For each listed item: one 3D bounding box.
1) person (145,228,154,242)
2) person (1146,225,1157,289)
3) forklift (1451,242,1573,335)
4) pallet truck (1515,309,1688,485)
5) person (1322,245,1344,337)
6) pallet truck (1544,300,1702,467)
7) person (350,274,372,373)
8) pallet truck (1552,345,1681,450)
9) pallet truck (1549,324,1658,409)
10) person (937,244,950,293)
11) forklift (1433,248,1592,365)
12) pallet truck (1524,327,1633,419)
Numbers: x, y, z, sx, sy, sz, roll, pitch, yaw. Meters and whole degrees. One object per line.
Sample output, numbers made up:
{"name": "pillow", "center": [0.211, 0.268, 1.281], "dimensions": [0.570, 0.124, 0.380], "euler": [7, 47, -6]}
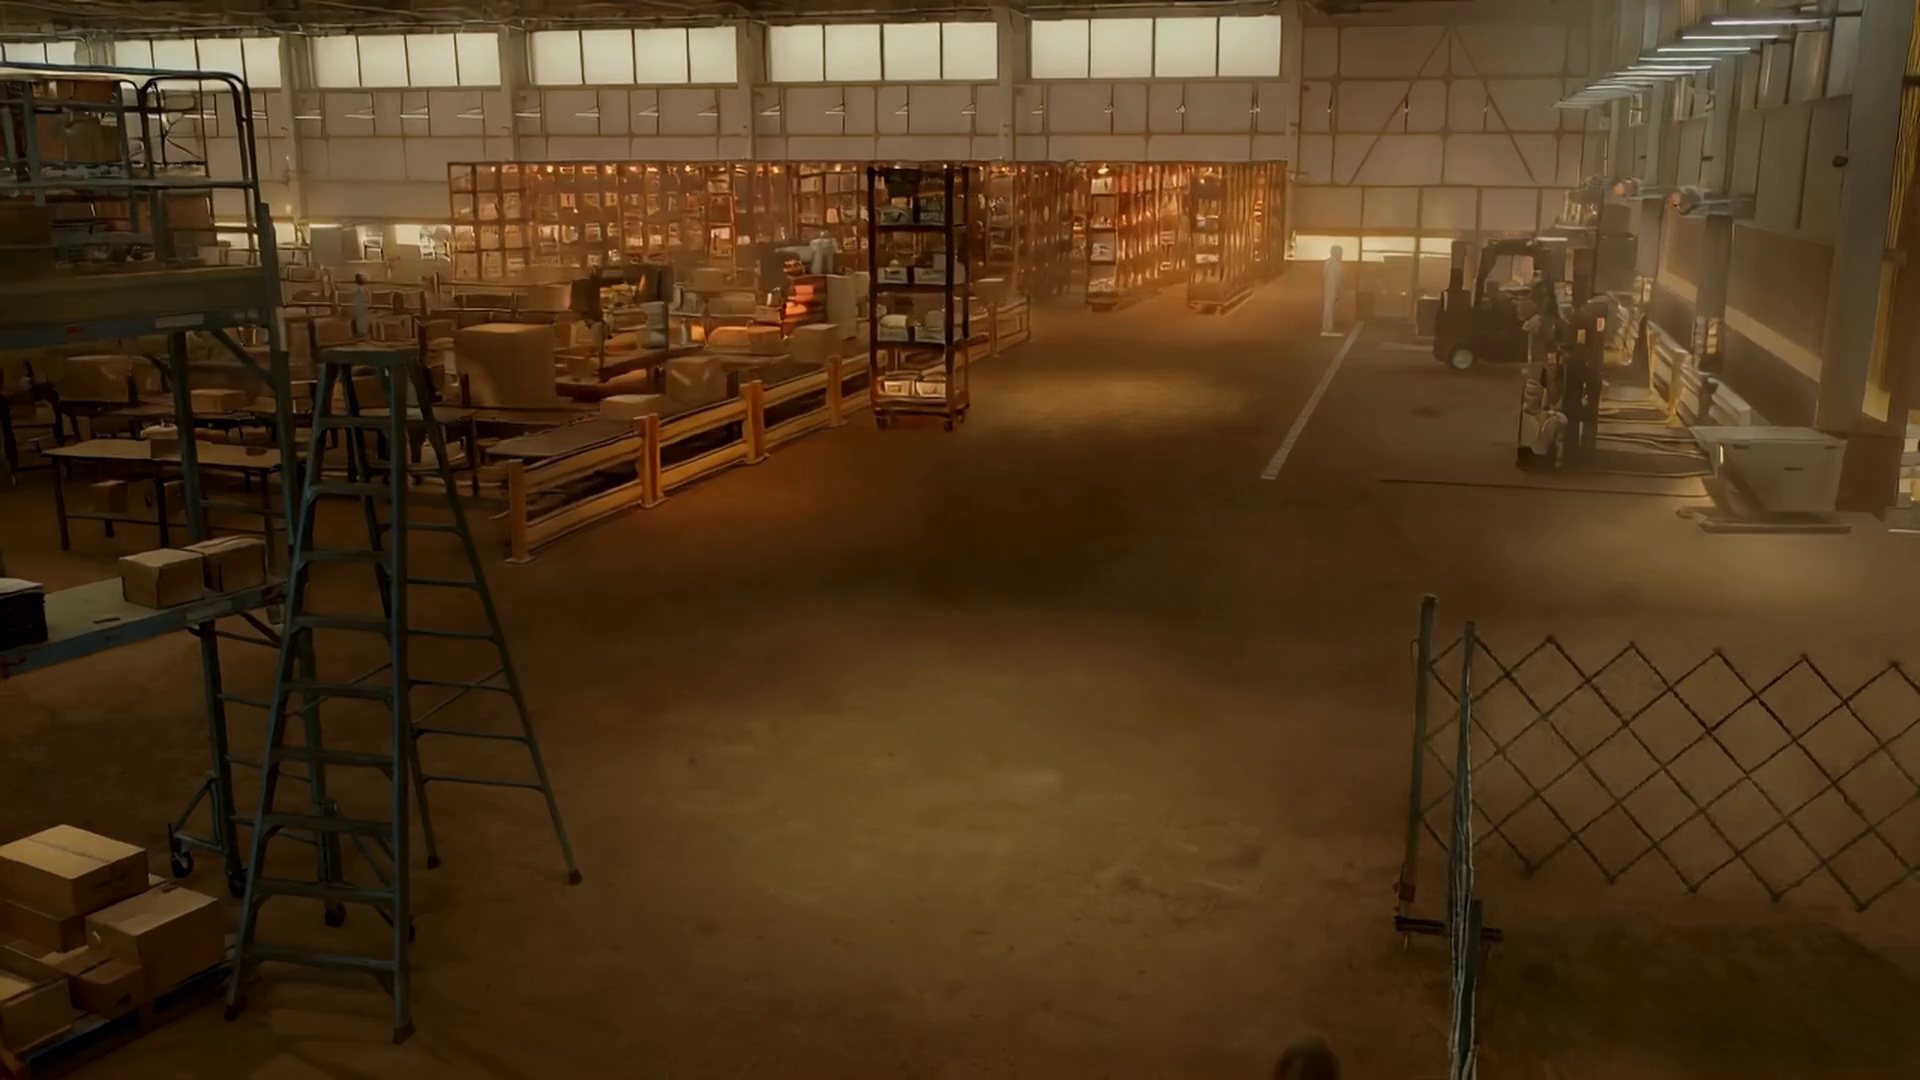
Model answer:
{"name": "person", "center": [-24.063, -8.665, 49.766], "dimensions": [0.620, 1.942, 1.016], "euler": [-3, 13, -13]}
{"name": "person", "center": [5.330, -7.922, 46.758], "dimensions": [0.393, 1.842, 0.564], "euler": [-6, 14, -25]}
{"name": "forklift", "center": [10.464, -4.597, 31.405], "dimensions": [2.680, 1.987, 1.157], "euler": [4, 14, 16]}
{"name": "pallet truck", "center": [7.554, -1.677, 19.446], "dimensions": [1.885, 1.965, 0.823], "euler": [3, 13, 14]}
{"name": "person", "center": [7.883, -5.251, 35.087], "dimensions": [0.403, 1.904, 0.651], "euler": [-1, 13, -3]}
{"name": "pallet truck", "center": [8.263, -1.952, 20.631], "dimensions": [1.885, 1.965, 0.823], "euler": [5, 14, 20]}
{"name": "person", "center": [-10.449, -3.772, 29.057], "dimensions": [0.372, 1.746, 0.542], "euler": [-12, 18, -43]}
{"name": "pallet truck", "center": [8.641, -1.896, 21.908], "dimensions": [1.630, 1.274, 0.653], "euler": [4, 14, 16]}
{"name": "pallet truck", "center": [9.824, -2.669, 25.407], "dimensions": [1.601, 1.201, 0.680], "euler": [4, 14, 16]}
{"name": "person", "center": [-0.363, -5.677, 37.108], "dimensions": [0.459, 1.817, 0.624], "euler": [3, 13, 14]}
{"name": "forklift", "center": [9.780, -4.111, 29.280], "dimensions": [2.680, 1.987, 1.157], "euler": [3, 13, 14]}
{"name": "pallet truck", "center": [9.065, -2.460, 24.370], "dimensions": [1.522, 1.261, 0.704], "euler": [3, 13, 14]}
